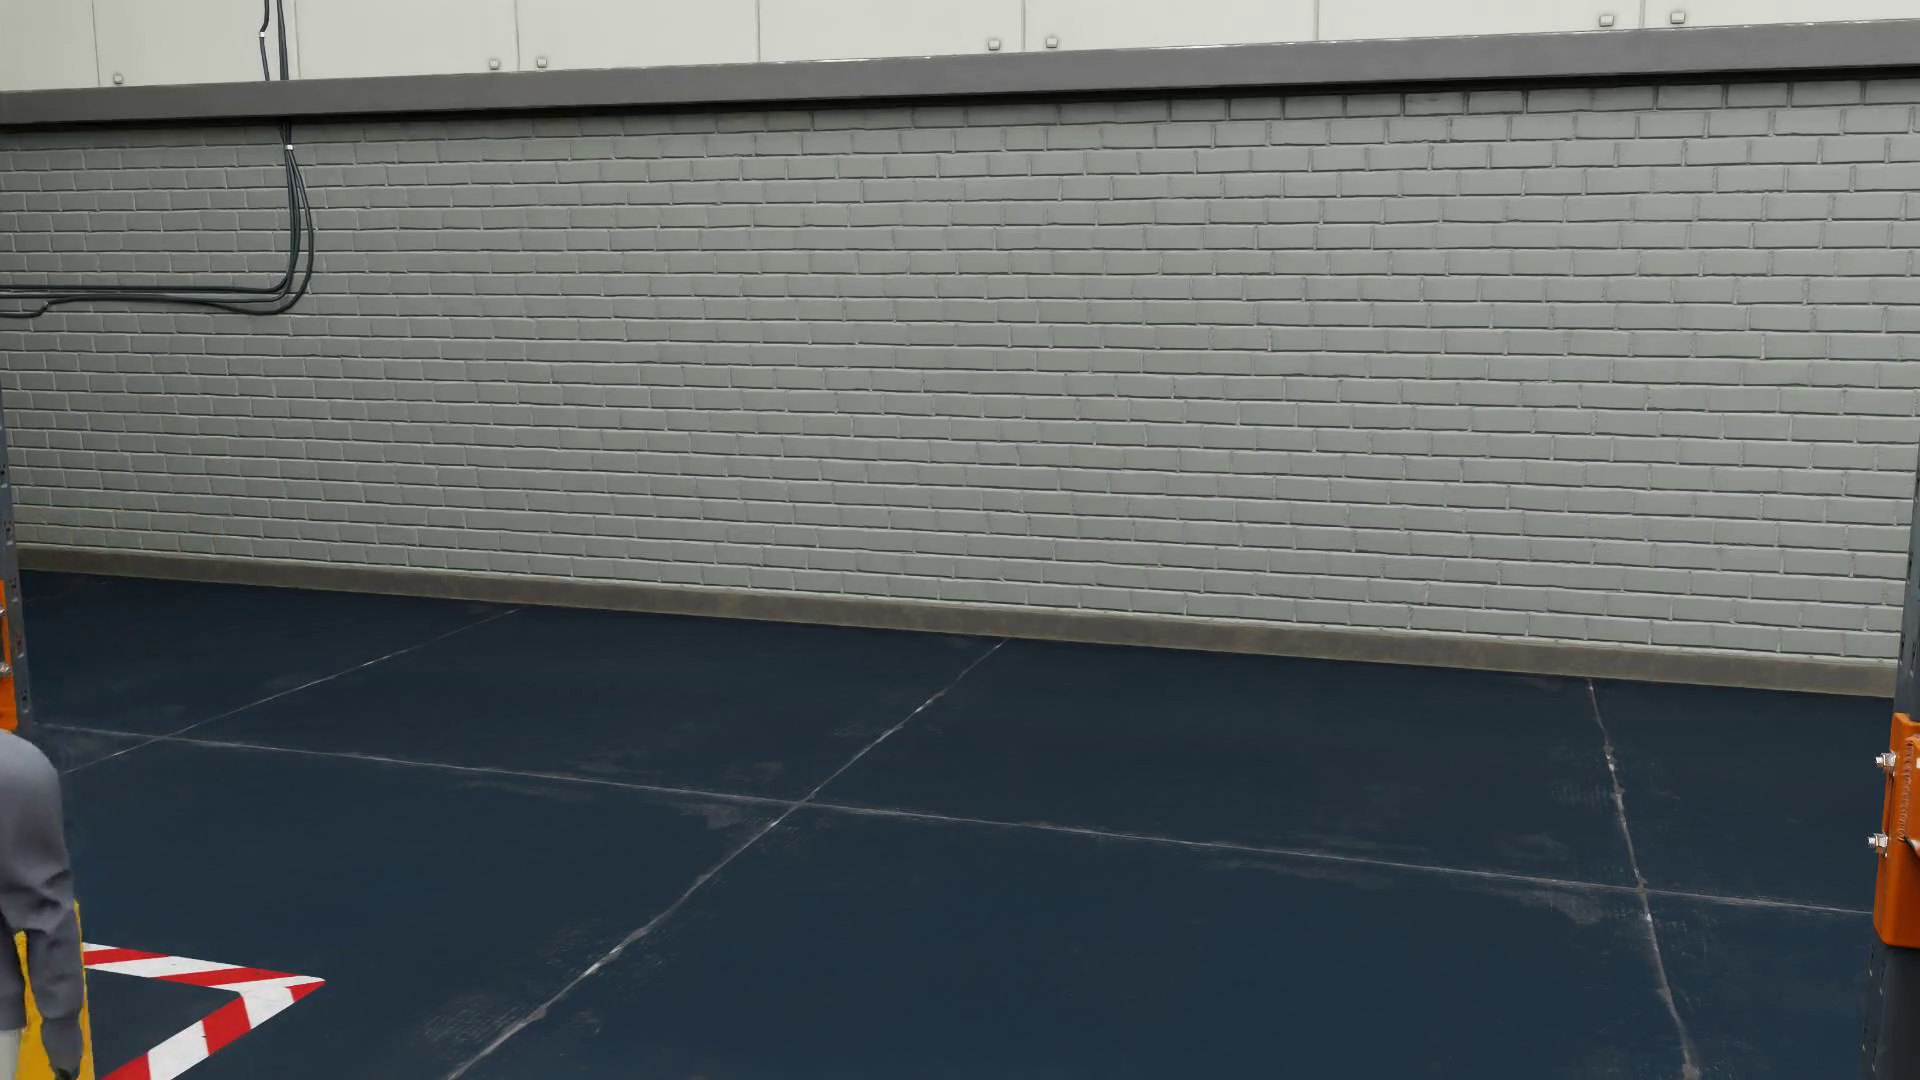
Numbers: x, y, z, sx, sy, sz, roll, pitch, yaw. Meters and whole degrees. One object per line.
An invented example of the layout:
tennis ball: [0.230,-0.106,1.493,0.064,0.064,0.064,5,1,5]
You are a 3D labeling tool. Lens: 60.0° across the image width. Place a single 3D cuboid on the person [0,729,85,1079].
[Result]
person: [-1.757,0.819,2.828,0.499,1.588,0.893,0,10,3]
